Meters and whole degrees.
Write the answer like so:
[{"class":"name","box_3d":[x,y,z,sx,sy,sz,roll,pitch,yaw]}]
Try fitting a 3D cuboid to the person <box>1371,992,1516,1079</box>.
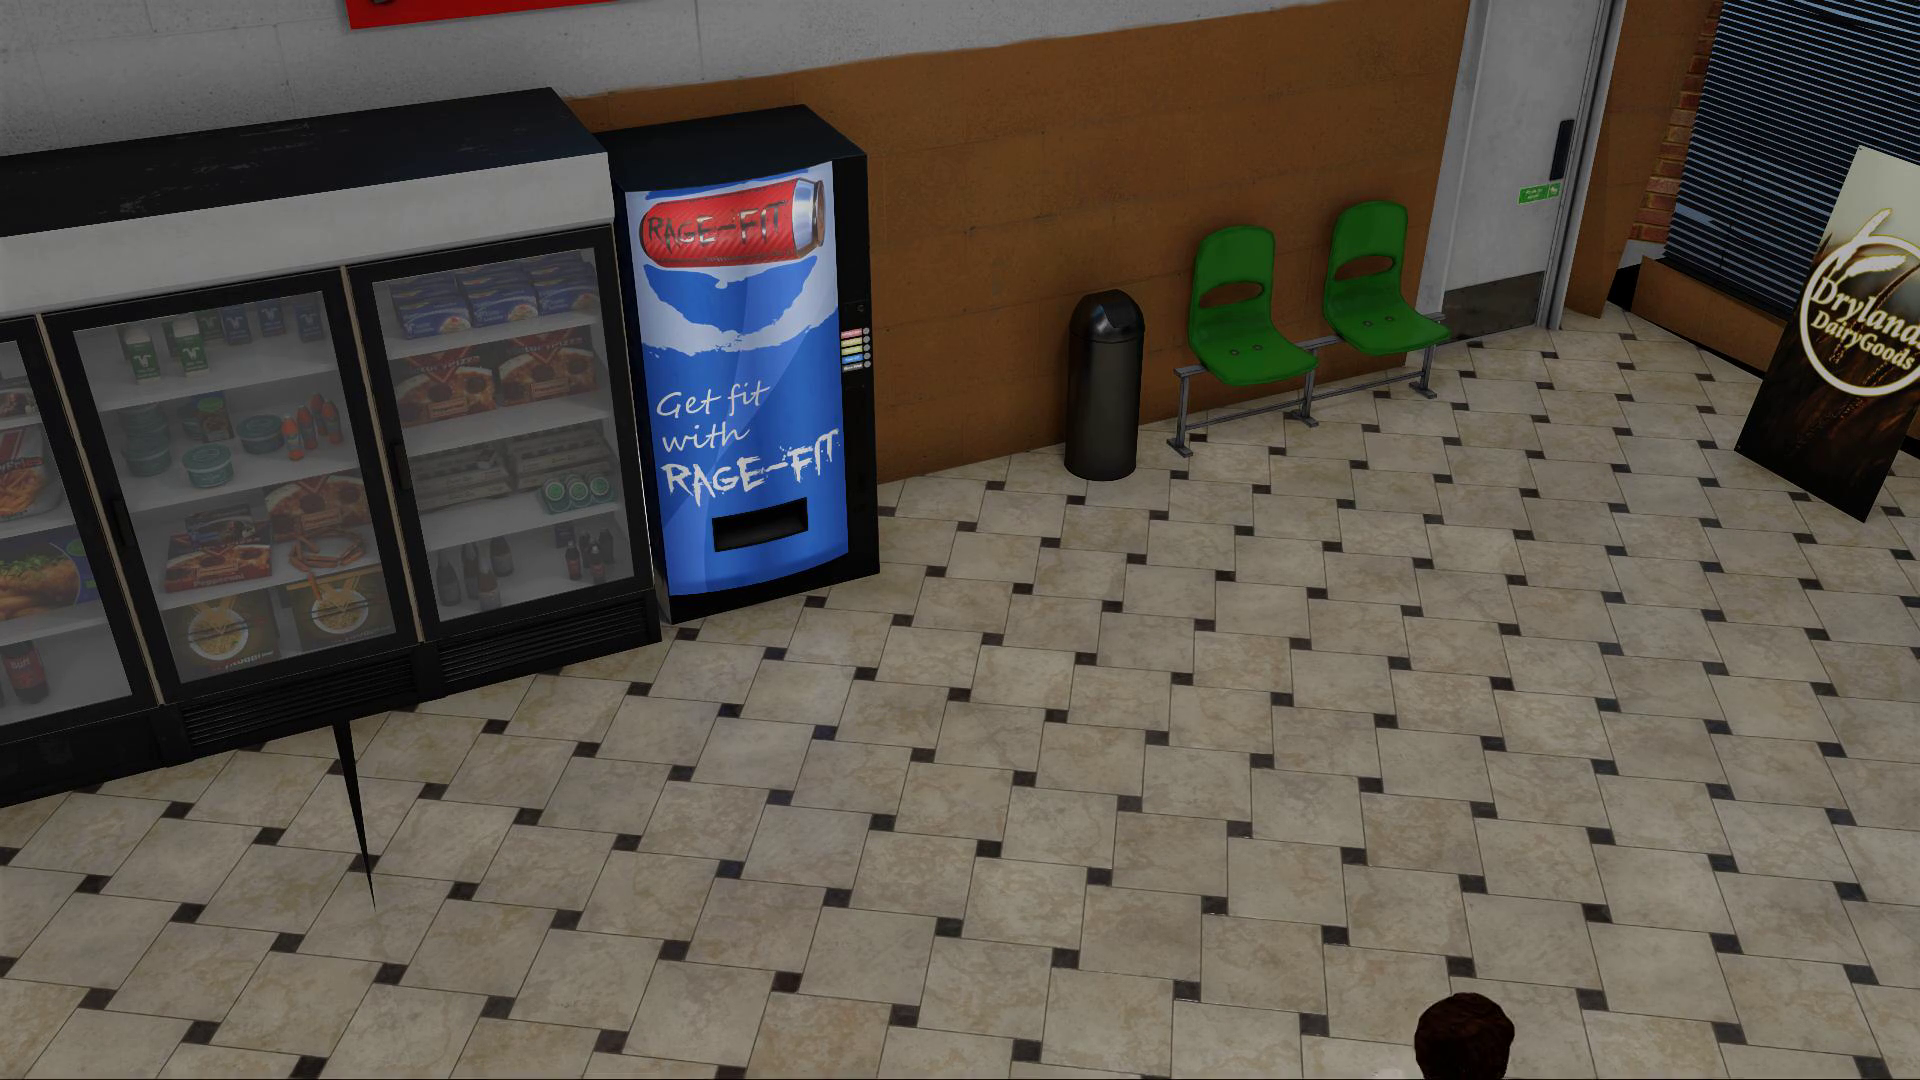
[{"class":"person","box_3d":[1.046,1.766,3.934,0.773,1.622,0.968,-23,39,-32]}]
